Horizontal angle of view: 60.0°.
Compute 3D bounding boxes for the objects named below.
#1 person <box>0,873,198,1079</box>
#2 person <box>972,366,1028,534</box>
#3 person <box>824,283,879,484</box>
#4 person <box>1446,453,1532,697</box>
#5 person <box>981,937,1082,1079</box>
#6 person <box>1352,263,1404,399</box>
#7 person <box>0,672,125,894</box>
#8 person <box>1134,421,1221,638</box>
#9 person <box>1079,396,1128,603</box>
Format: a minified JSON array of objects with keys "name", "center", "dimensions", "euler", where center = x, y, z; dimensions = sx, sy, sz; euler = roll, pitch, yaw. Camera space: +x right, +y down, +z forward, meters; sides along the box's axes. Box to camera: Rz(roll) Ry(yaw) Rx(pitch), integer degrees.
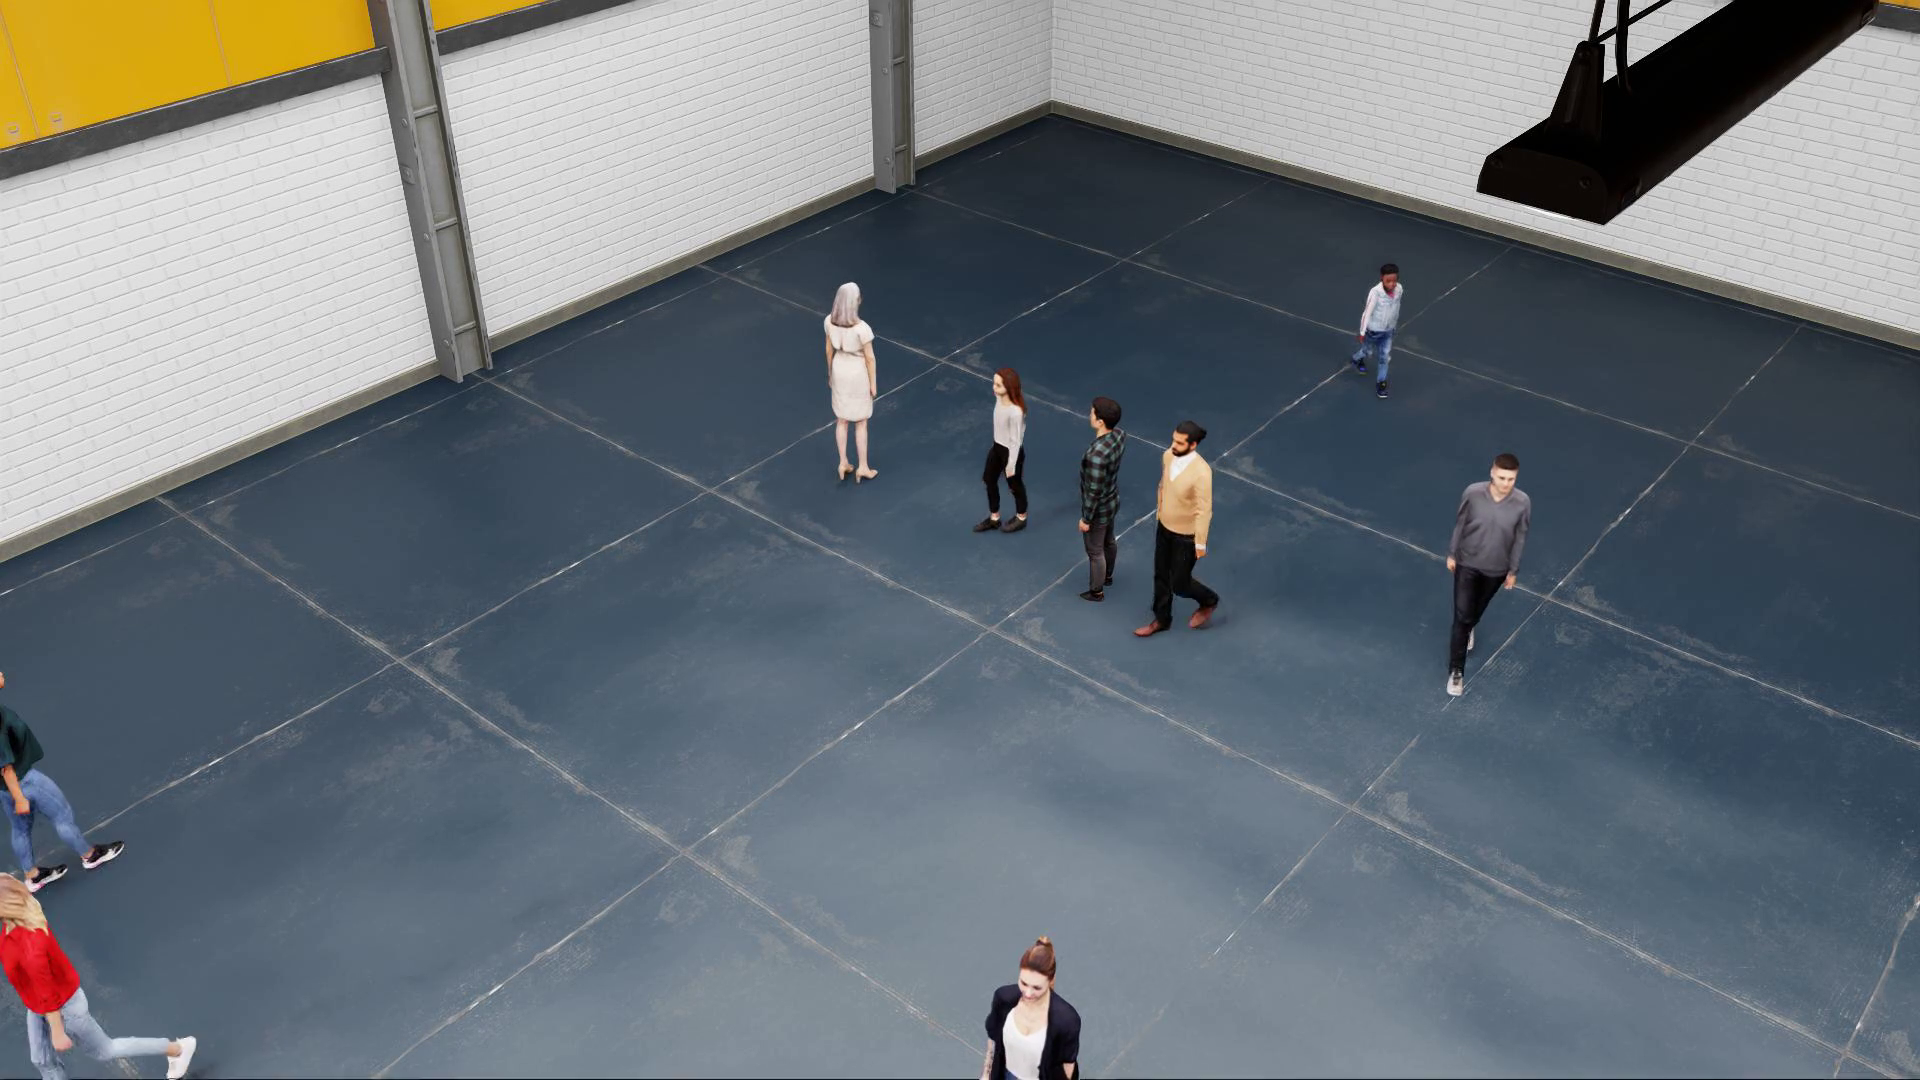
[{"name":"person","center":[-4.375,2.267,8.233],"dimensions":[1.154,1.673,0.774],"euler":[-24,40,-31]},{"name":"person","center":[0.435,-0.701,12.883],"dimensions":[0.780,1.469,0.701],"euler":[-16,37,-22]},{"name":"person","center":[-0.880,-1.269,13.498],"dimensions":[0.647,1.734,0.620],"euler":[16,37,22]},{"name":"person","center":[3.594,0.136,11.406],"dimensions":[0.982,1.710,1.234],"euler":[7,34,11]},{"name":"person","center":[0.363,2.508,7.864],"dimensions":[0.668,1.681,0.637],"euler":[20,39,27]},{"name":"person","center":[3.765,-1.947,14.968],"dimensions":[0.848,1.236,0.888],"euler":[-6,34,-9]},{"name":"person","center":[-5.528,1.405,9.592],"dimensions":[0.609,1.604,0.791],"euler":[27,42,35]},{"name":"person","center":[1.614,-0.081,11.699],"dimensions":[0.993,1.748,0.859],"euler":[-15,37,-22]},{"name":"person","center":[1.020,-0.293,12.153],"dimensions":[0.760,1.713,0.578],"euler":[15,36,21]}]
